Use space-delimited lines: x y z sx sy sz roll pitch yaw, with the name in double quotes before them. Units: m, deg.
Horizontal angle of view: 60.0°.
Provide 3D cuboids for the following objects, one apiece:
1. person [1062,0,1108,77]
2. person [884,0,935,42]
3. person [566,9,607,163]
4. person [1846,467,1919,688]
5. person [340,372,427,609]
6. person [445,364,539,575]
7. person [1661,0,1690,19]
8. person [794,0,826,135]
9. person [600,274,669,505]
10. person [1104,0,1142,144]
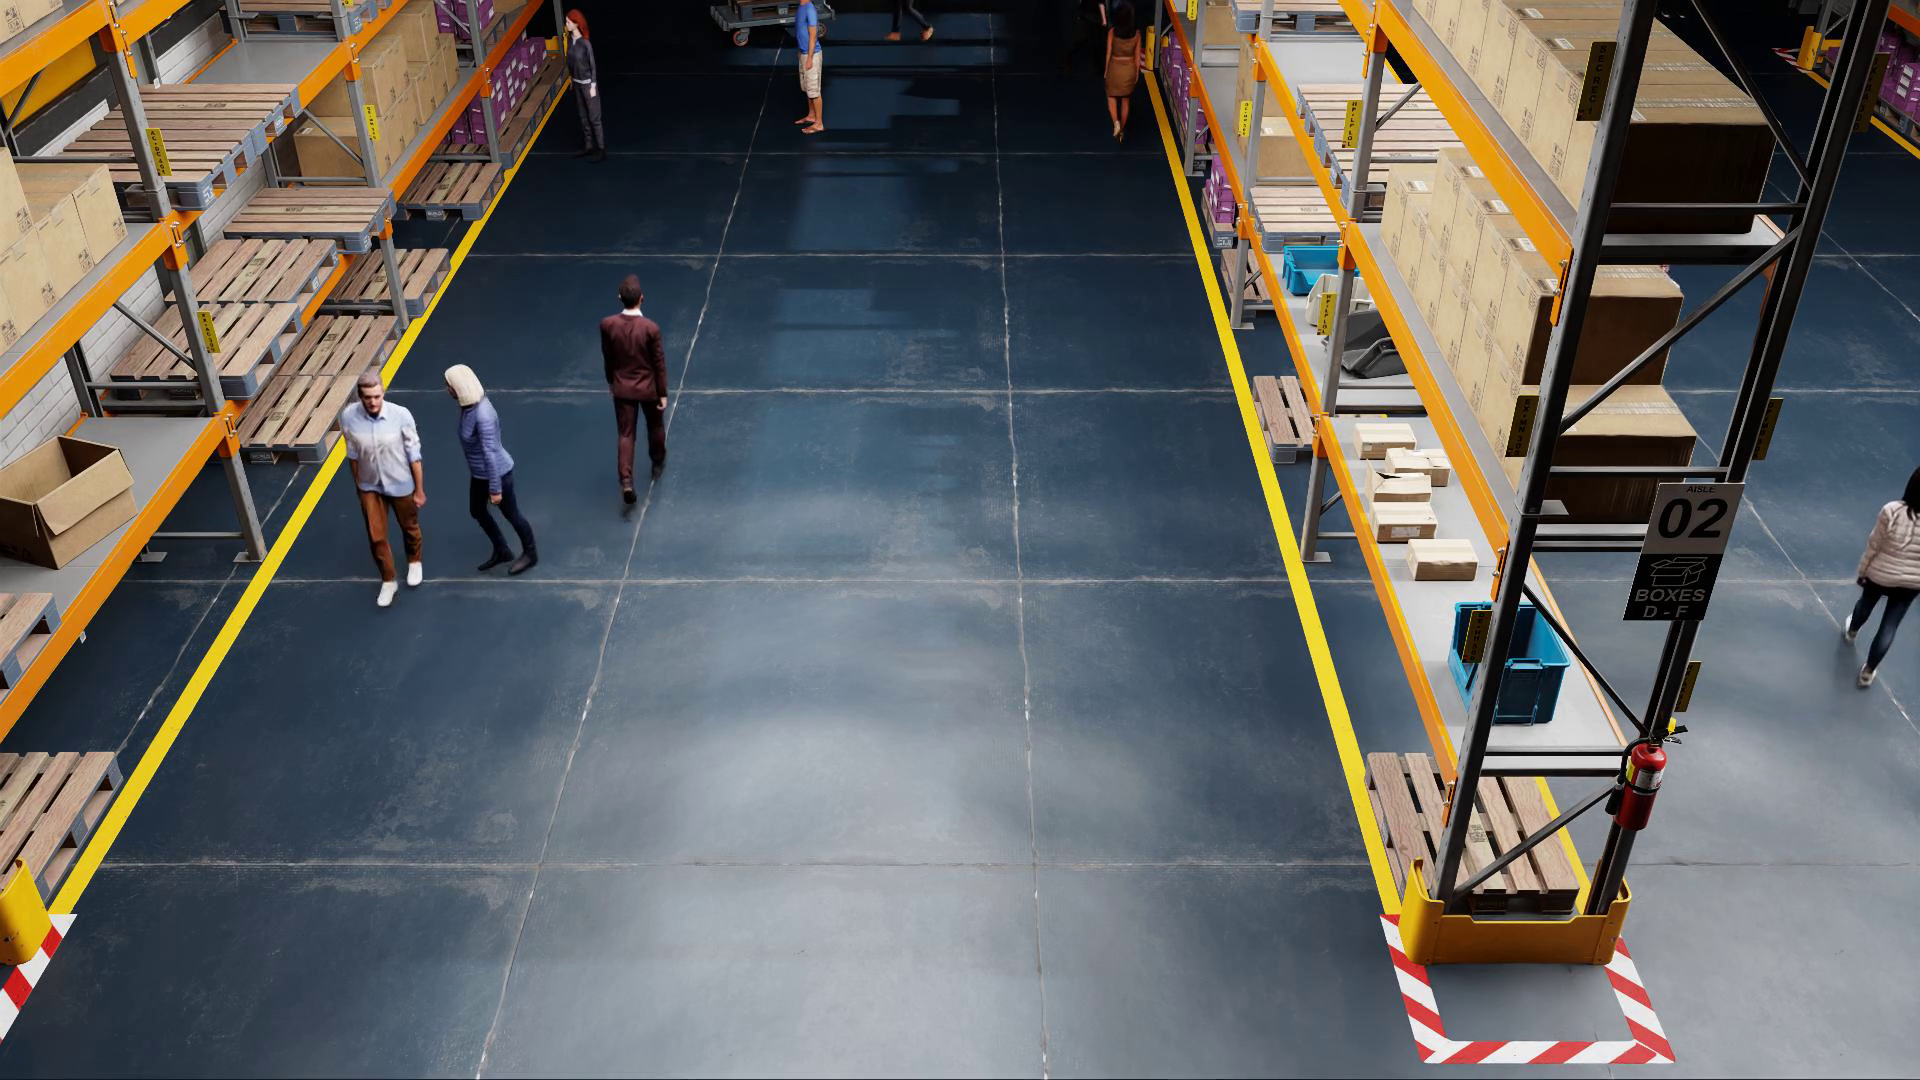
"person" 1.663 -6.948 22.045 1.031 1.610 1.003 -20 39 -28
"person" -0.681 -7.774 23.268 0.808 1.631 0.899 -4 34 -5
"person" -4.390 -5.316 19.435 0.641 1.781 0.693 27 42 34
"person" 6.302 0.275 11.184 0.927 1.604 1.086 18 38 25
"person" -4.153 -0.463 12.115 0.745 1.802 0.840 -4 34 -6
"person" -3.399 -0.543 12.318 0.934 1.711 0.830 -23 40 -30
"person" 10.637 -8.424 24.401 0.546 1.460 0.513 3 34 4
"person" -1.839 -5.942 20.303 0.780 1.863 0.623 -11 35 -15
"person" -2.576 -1.169 13.139 0.664 1.844 1.133 1 34 1
"person" 1.934 -5.526 19.848 0.572 1.673 0.732 -1 34 -1
